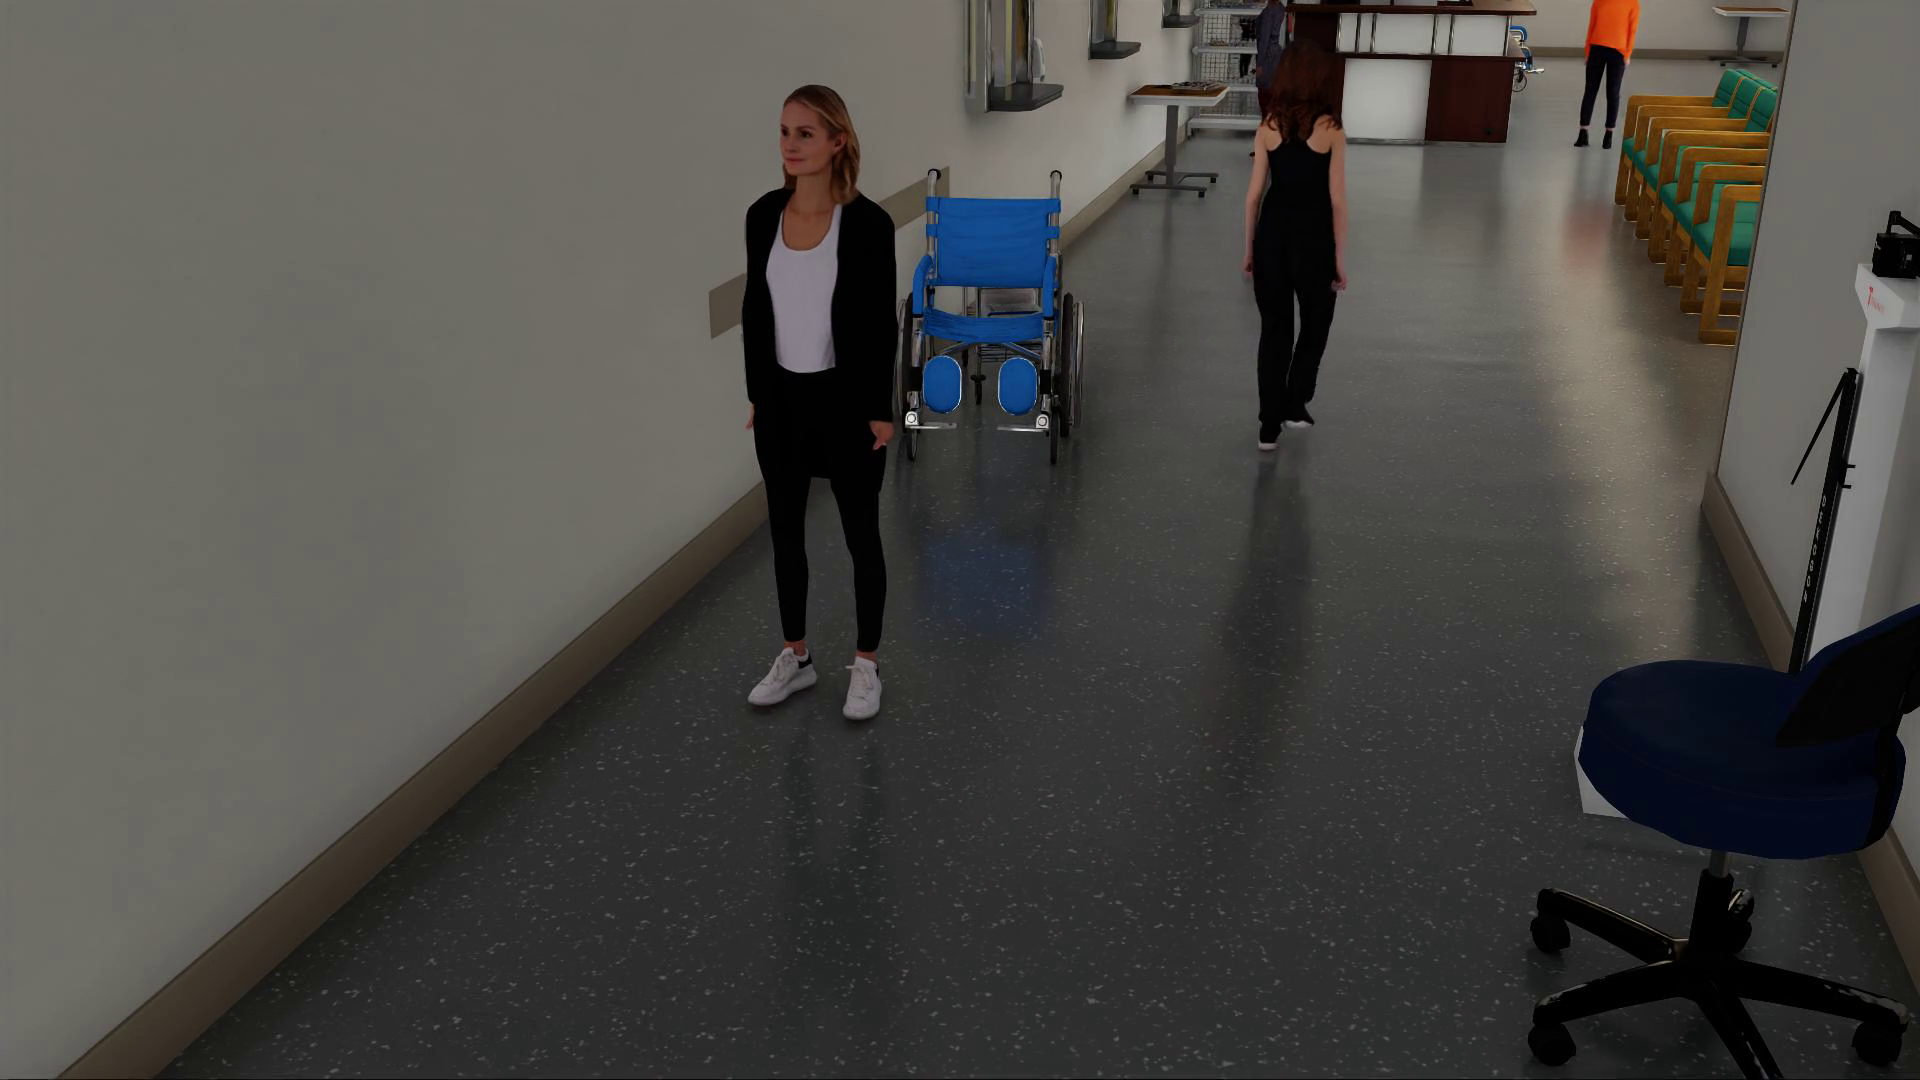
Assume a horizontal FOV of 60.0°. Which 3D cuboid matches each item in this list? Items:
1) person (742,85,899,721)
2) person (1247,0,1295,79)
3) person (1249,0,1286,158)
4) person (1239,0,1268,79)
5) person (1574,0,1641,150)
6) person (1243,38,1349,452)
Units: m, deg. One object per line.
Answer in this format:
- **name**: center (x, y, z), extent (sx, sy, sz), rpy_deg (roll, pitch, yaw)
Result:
- **person**: center (-0.388, -0.359, 4.700), extent (0.475, 1.801, 0.678), rpy_deg (7, 22, 19)
- **person**: center (4.444, -7.020, 22.592), extent (1.107, 1.585, 0.850), rpy_deg (-3, 21, -7)
- **person**: center (2.954, -4.516, 15.806), extent (0.593, 1.708, 0.619), rpy_deg (12, 24, 28)
- **person**: center (3.811, -6.812, 21.826), extent (0.835, 1.738, 0.793), rpy_deg (-6, 22, -15)
- **person**: center (6.412, -4.787, 16.464), extent (0.594, 1.749, 0.742), rpy_deg (13, 24, 30)
- **person**: center (1.395, -1.214, 7.047), extent (0.599, 1.737, 0.709), rpy_deg (7, 22, 19)
